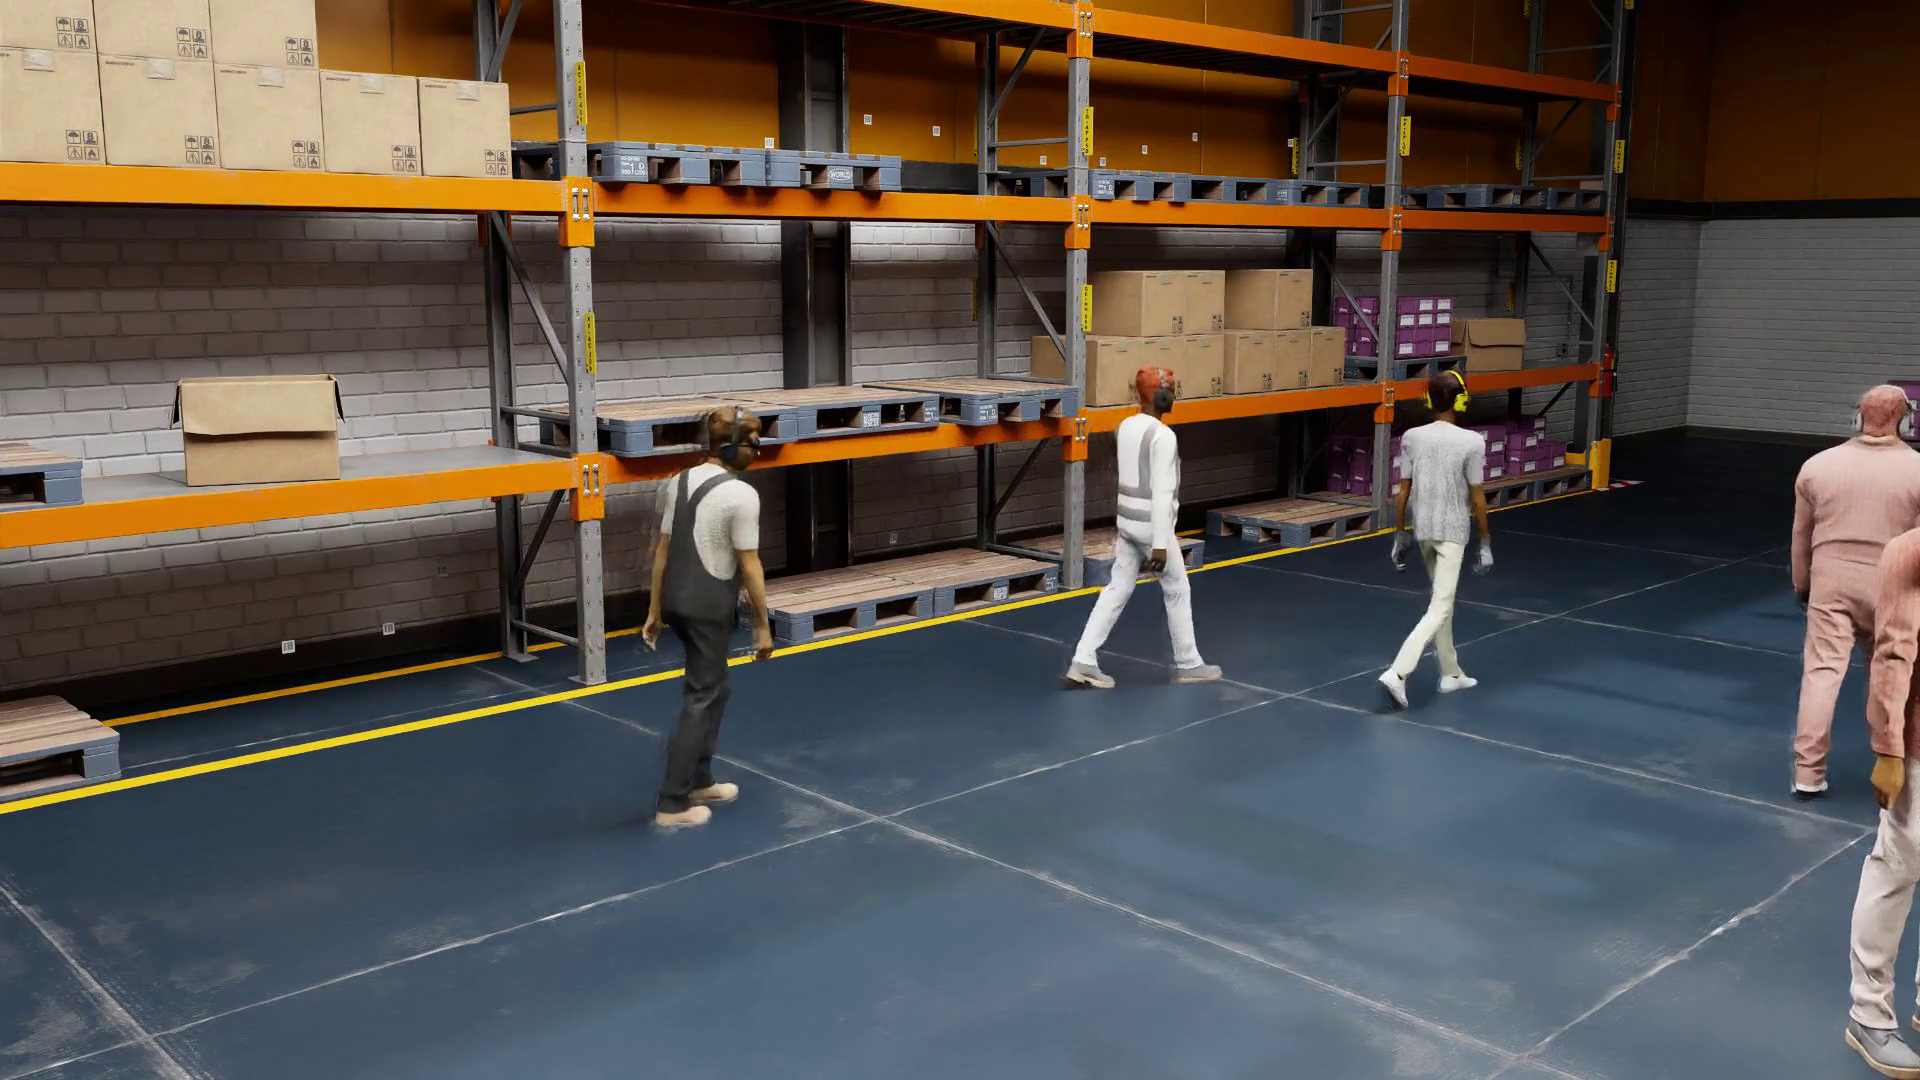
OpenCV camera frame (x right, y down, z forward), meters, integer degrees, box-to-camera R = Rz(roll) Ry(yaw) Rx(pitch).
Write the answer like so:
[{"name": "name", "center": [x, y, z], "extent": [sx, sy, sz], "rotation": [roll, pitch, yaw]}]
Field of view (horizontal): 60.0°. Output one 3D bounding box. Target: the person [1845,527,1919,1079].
[{"name": "person", "center": [2.977, 0.607, 4.943], "extent": [0.622, 1.988, 0.402], "rotation": [-2, 10, -14]}]

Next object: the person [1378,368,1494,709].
[{"name": "person", "center": [2.590, -0.010, 9.028], "extent": [0.921, 1.844, 0.526], "rotation": [-8, 12, -38]}]

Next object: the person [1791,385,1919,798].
[{"name": "person", "center": [4.141, 0.224, 7.593], "extent": [0.668, 1.850, 1.025], "rotation": [9, 13, 42]}]

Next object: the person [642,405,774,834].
[{"name": "person", "center": [-1.074, 0.335, 7.054], "extent": [0.633, 1.801, 0.523], "rotation": [-9, 13, -43]}]

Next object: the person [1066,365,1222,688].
[{"name": "person", "center": [1.024, -0.067, 9.339], "extent": [0.963, 1.841, 0.587], "rotation": [-4, 11, -24]}]
